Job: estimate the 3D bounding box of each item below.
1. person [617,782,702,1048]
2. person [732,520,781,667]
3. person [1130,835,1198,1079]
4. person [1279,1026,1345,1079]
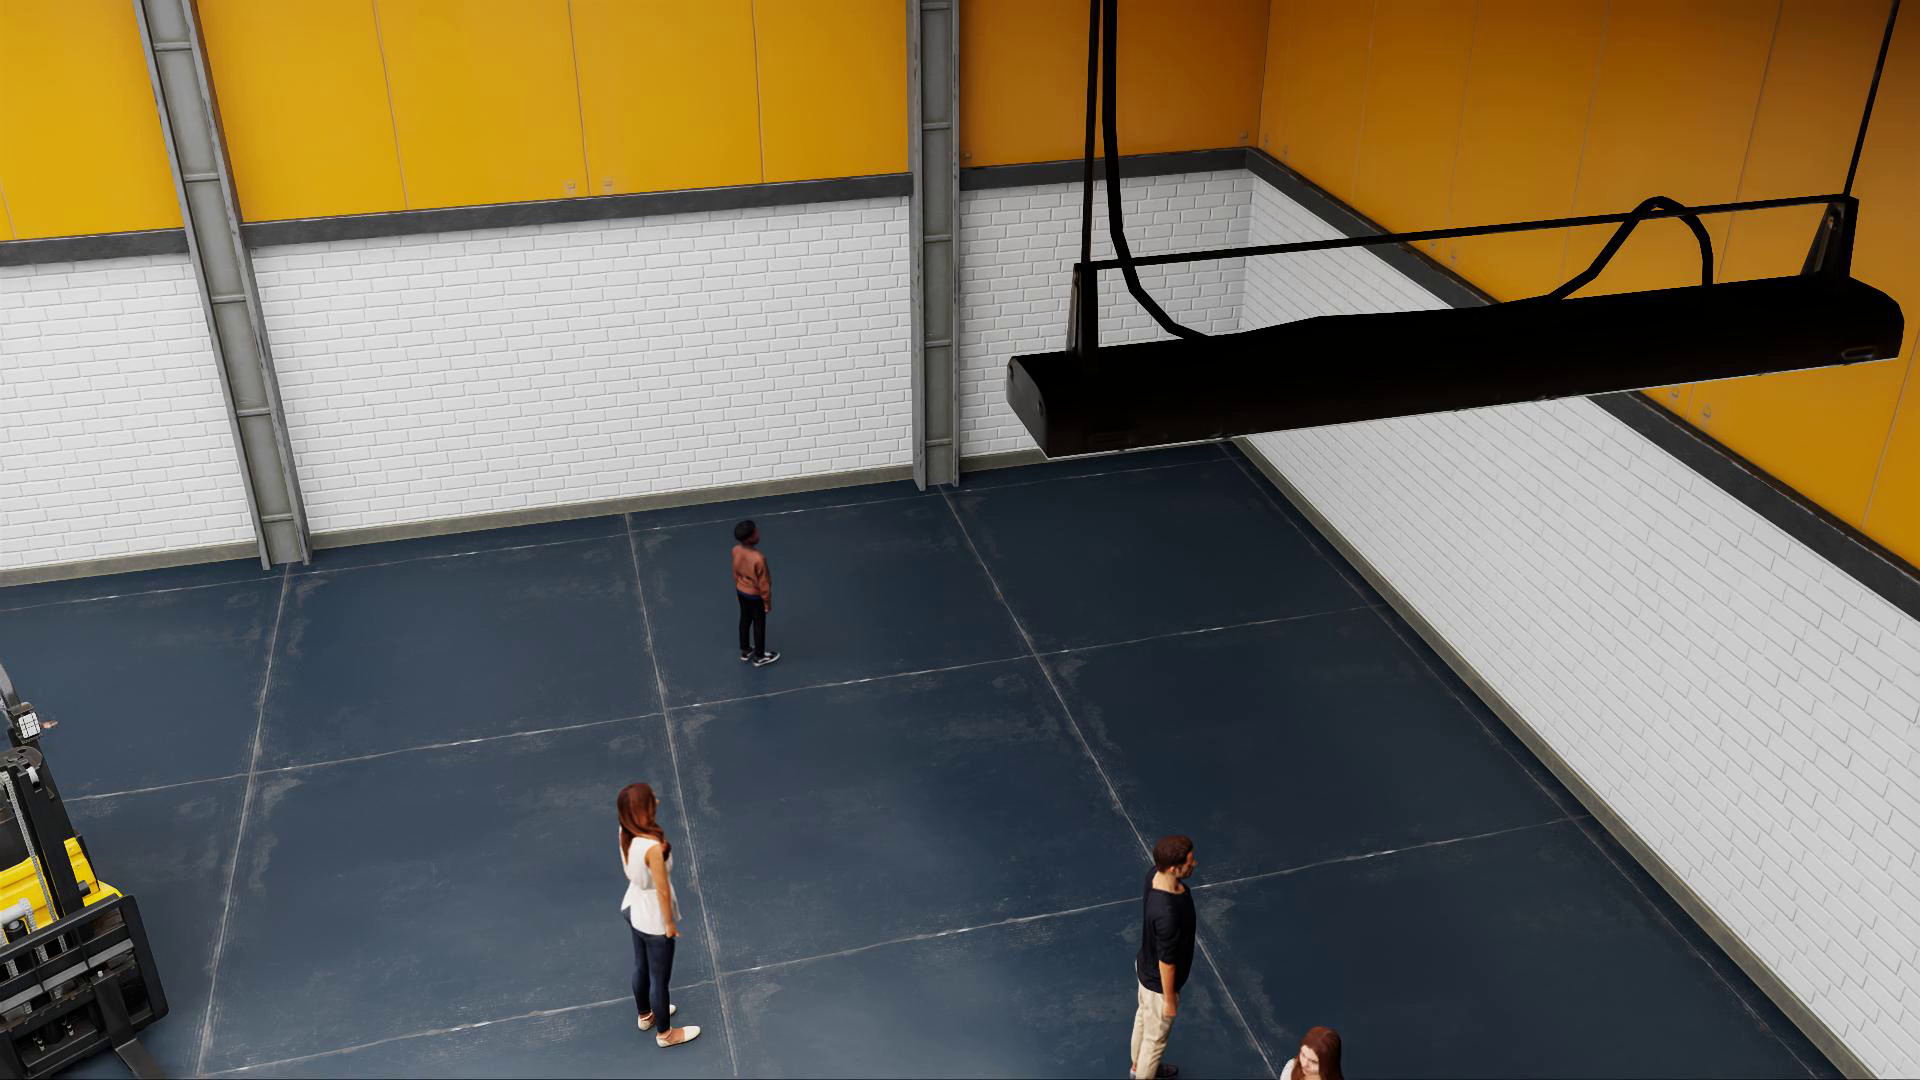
[{"bbox_3d":[-1.776,2.128,9.470,0.637,1.785,0.650,-19,34,-31],"label":"person"},{"bbox_3d":[-1.654,0.410,13.173,0.591,1.254,0.622,21,35,34],"label":"person"},{"bbox_3d":[1.076,2.341,9.005,0.617,1.856,0.677,0,29,0],"label":"person"},{"bbox_3d":[1.758,2.952,8.049,1.061,1.699,0.782,-16,32,-26],"label":"person"}]
